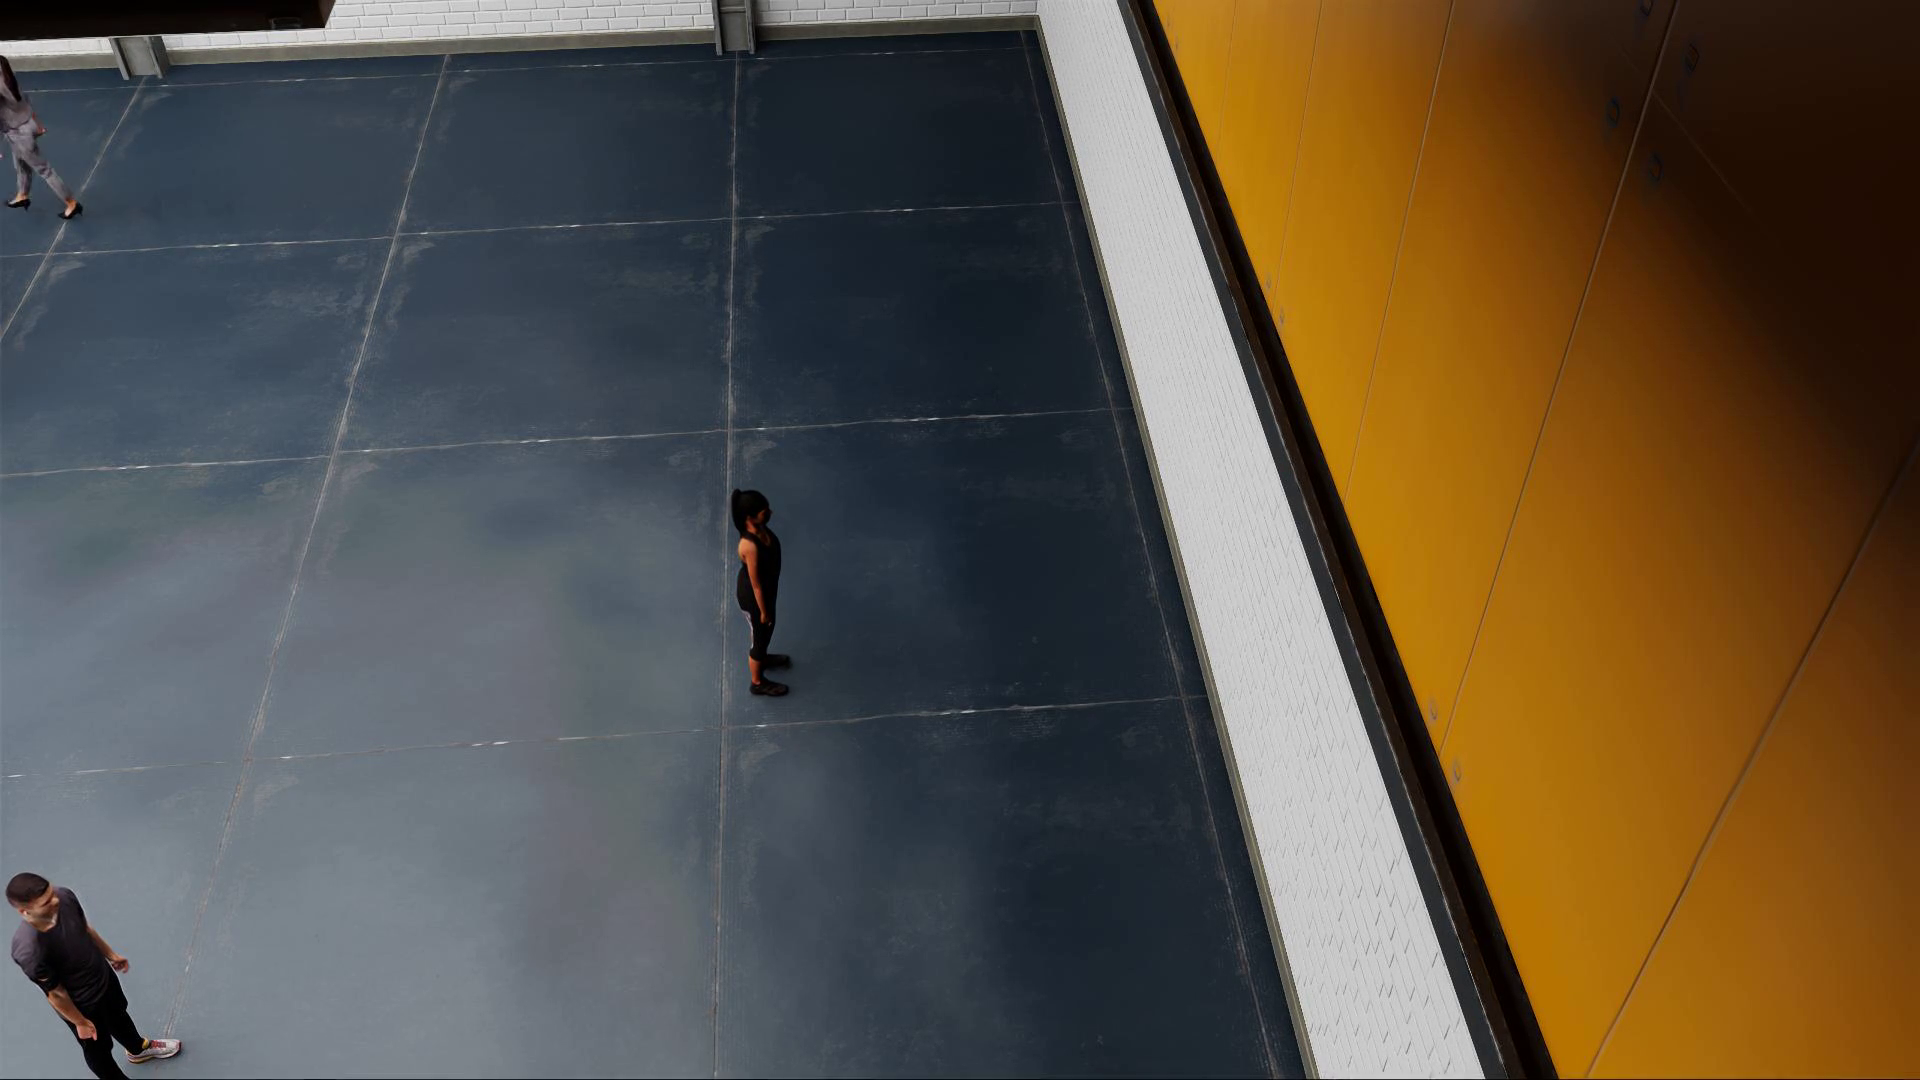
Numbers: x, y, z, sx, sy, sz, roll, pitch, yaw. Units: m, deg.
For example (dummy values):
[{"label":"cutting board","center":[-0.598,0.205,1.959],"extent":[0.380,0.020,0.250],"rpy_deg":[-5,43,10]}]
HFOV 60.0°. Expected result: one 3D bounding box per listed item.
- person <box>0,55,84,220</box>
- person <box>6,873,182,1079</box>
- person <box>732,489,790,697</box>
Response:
[{"label":"person","center":[-8.064,-3.498,14.462],"extent":[0.970,1.646,0.669],"rpy_deg":[-1,44,-1]},{"label":"person","center":[-4.402,2.239,8.356],"extent":[0.551,1.762,0.634],"rpy_deg":[-1,44,-1]},{"label":"person","center":[-1.270,0.314,10.449],"extent":[0.503,1.661,0.570],"rpy_deg":[-3,44,-3]}]
